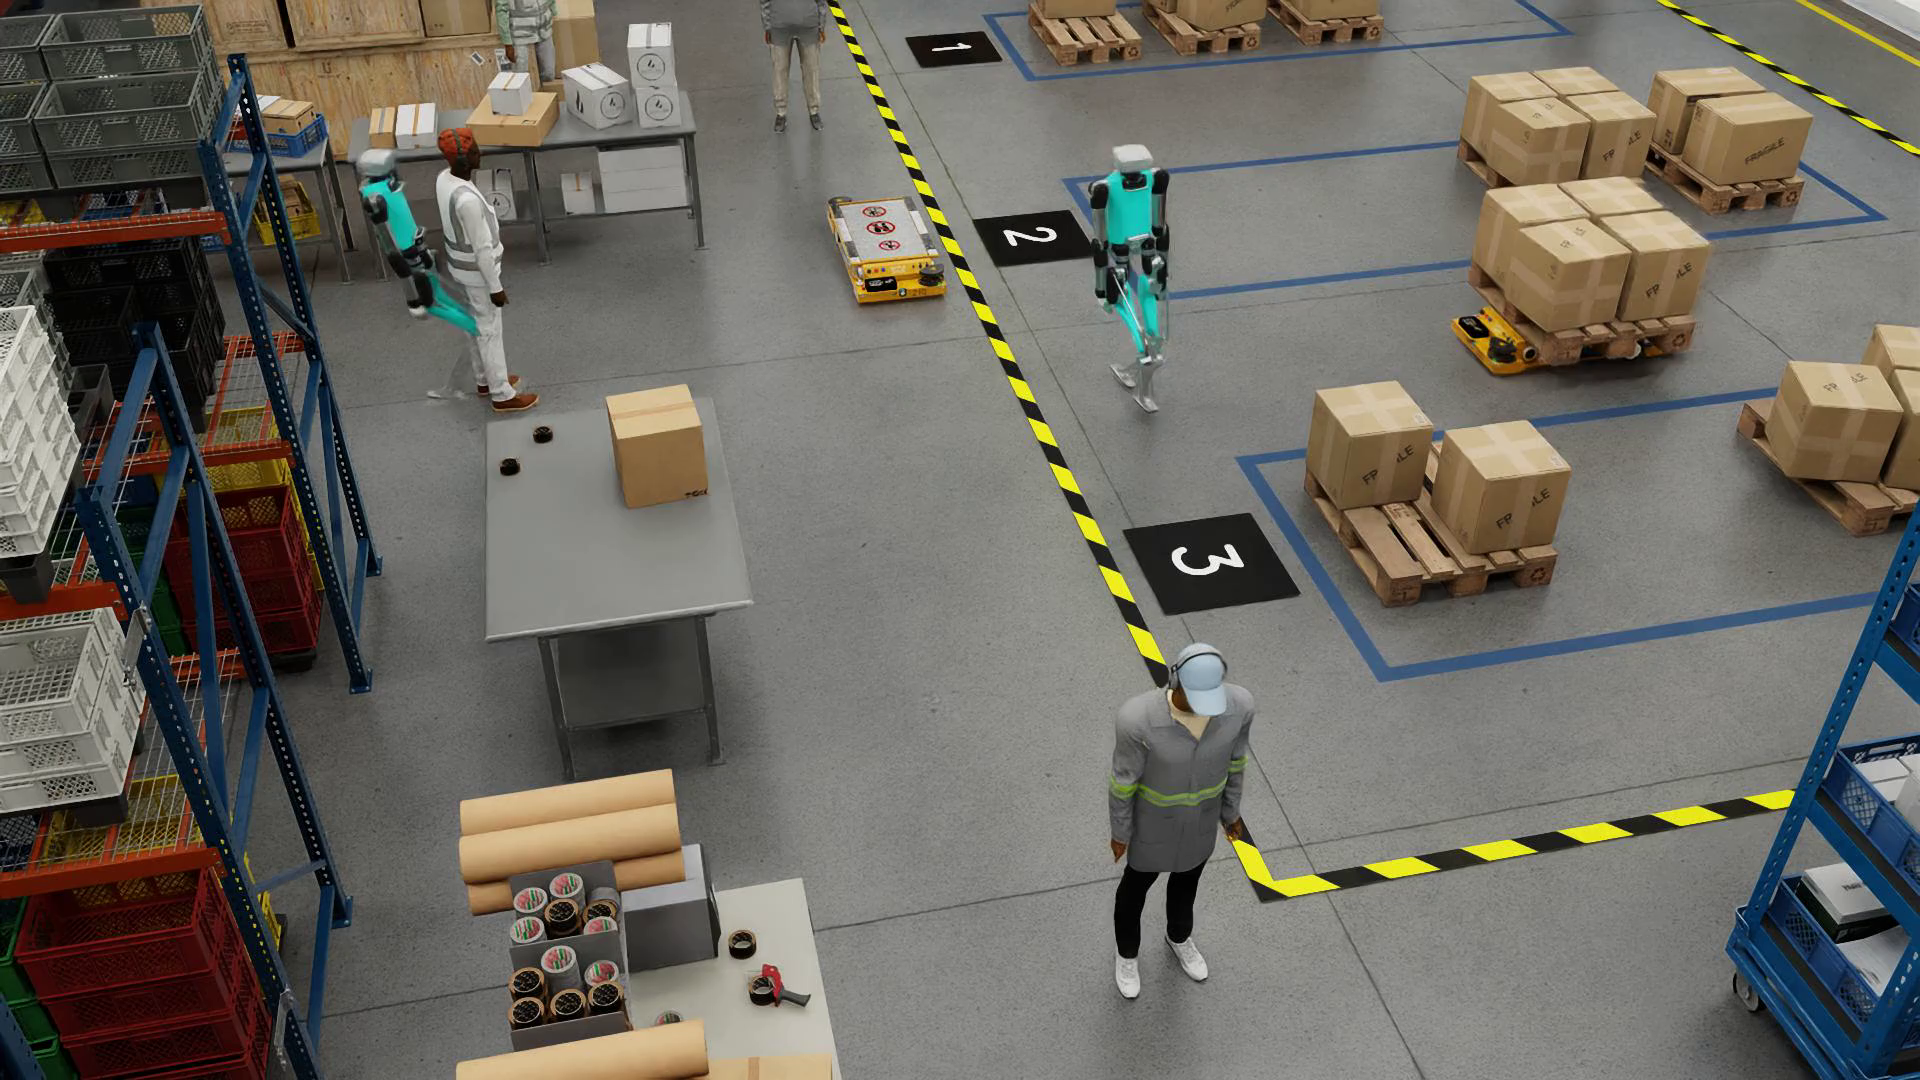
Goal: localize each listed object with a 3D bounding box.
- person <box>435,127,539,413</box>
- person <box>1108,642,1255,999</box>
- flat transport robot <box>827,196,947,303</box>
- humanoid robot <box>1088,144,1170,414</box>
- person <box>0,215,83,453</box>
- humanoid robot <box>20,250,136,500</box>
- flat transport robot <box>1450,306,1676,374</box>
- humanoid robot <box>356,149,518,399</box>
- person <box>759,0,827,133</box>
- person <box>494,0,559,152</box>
[{"bbox_3d":[-3.025,-1.688,10.470,0.359,1.883,0.572,-20,41,-25],"label":"person"},{"bbox_3d":[0.880,1.130,6.713,0.587,1.848,0.398,-9,38,-12],"label":"person"},{"bbox_3d":[-0.570,-2.220,12.538,0.659,0.231,1.431,-8,37,-10],"label":"flat transport robot"},{"bbox_3d":[1.145,-1.540,10.396,0.545,1.769,0.899,-15,39,-19],"label":"humanoid robot"},{"bbox_3d":[-5.509,-1.179,9.832,0.403,1.826,0.592,16,39,20],"label":"person"},{"bbox_3d":[-5.084,-0.910,9.594,0.616,1.655,0.306,28,45,32],"label":"humanoid robot"},{"bbox_3d":[4.209,-1.466,11.501,1.431,0.197,0.652,-8,37,-10],"label":"flat transport robot"},{"bbox_3d":[-3.190,-1.619,10.523,0.907,1.767,0.539,0,37,0],"label":"humanoid robot"},{"bbox_3d":[-1.410,-4.362,14.157,0.563,1.769,0.396,-5,37,-7],"label":"person"},{"bbox_3d":[-3.563,-4.210,13.817,0.411,1.939,0.606,25,43,29],"label":"person"}]
